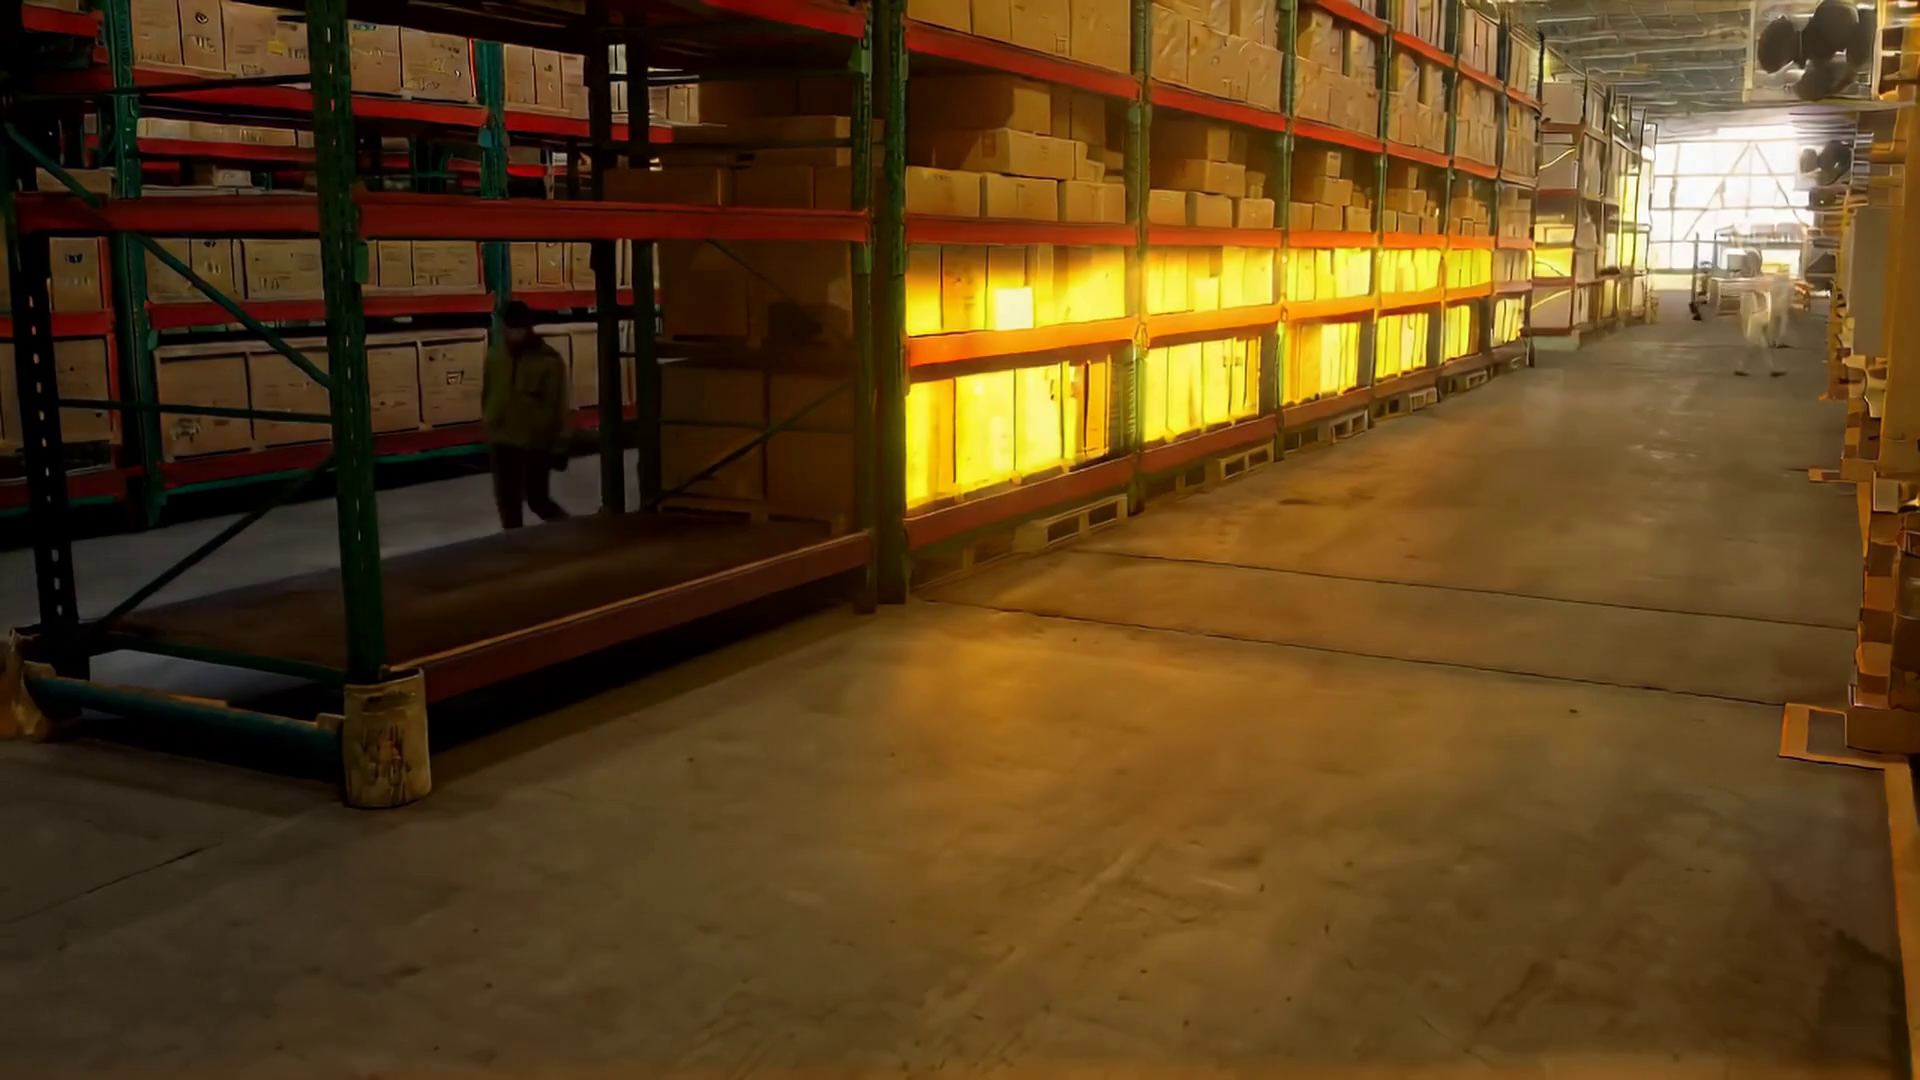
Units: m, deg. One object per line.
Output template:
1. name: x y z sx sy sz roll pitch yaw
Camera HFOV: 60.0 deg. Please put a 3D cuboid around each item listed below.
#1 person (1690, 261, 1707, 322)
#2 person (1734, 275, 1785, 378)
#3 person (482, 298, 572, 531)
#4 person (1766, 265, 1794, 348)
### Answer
1. person: 23.484 -7.900 52.848 0.564 1.917 0.489 -9 13 -41
2. person: 14.007 -3.725 29.059 0.590 1.794 0.992 -7 12 -35
3. person: -2.867 -0.663 11.062 0.650 1.888 0.664 5 11 27
4. person: 18.916 -5.390 38.390 0.406 1.902 0.636 -8 13 -39
